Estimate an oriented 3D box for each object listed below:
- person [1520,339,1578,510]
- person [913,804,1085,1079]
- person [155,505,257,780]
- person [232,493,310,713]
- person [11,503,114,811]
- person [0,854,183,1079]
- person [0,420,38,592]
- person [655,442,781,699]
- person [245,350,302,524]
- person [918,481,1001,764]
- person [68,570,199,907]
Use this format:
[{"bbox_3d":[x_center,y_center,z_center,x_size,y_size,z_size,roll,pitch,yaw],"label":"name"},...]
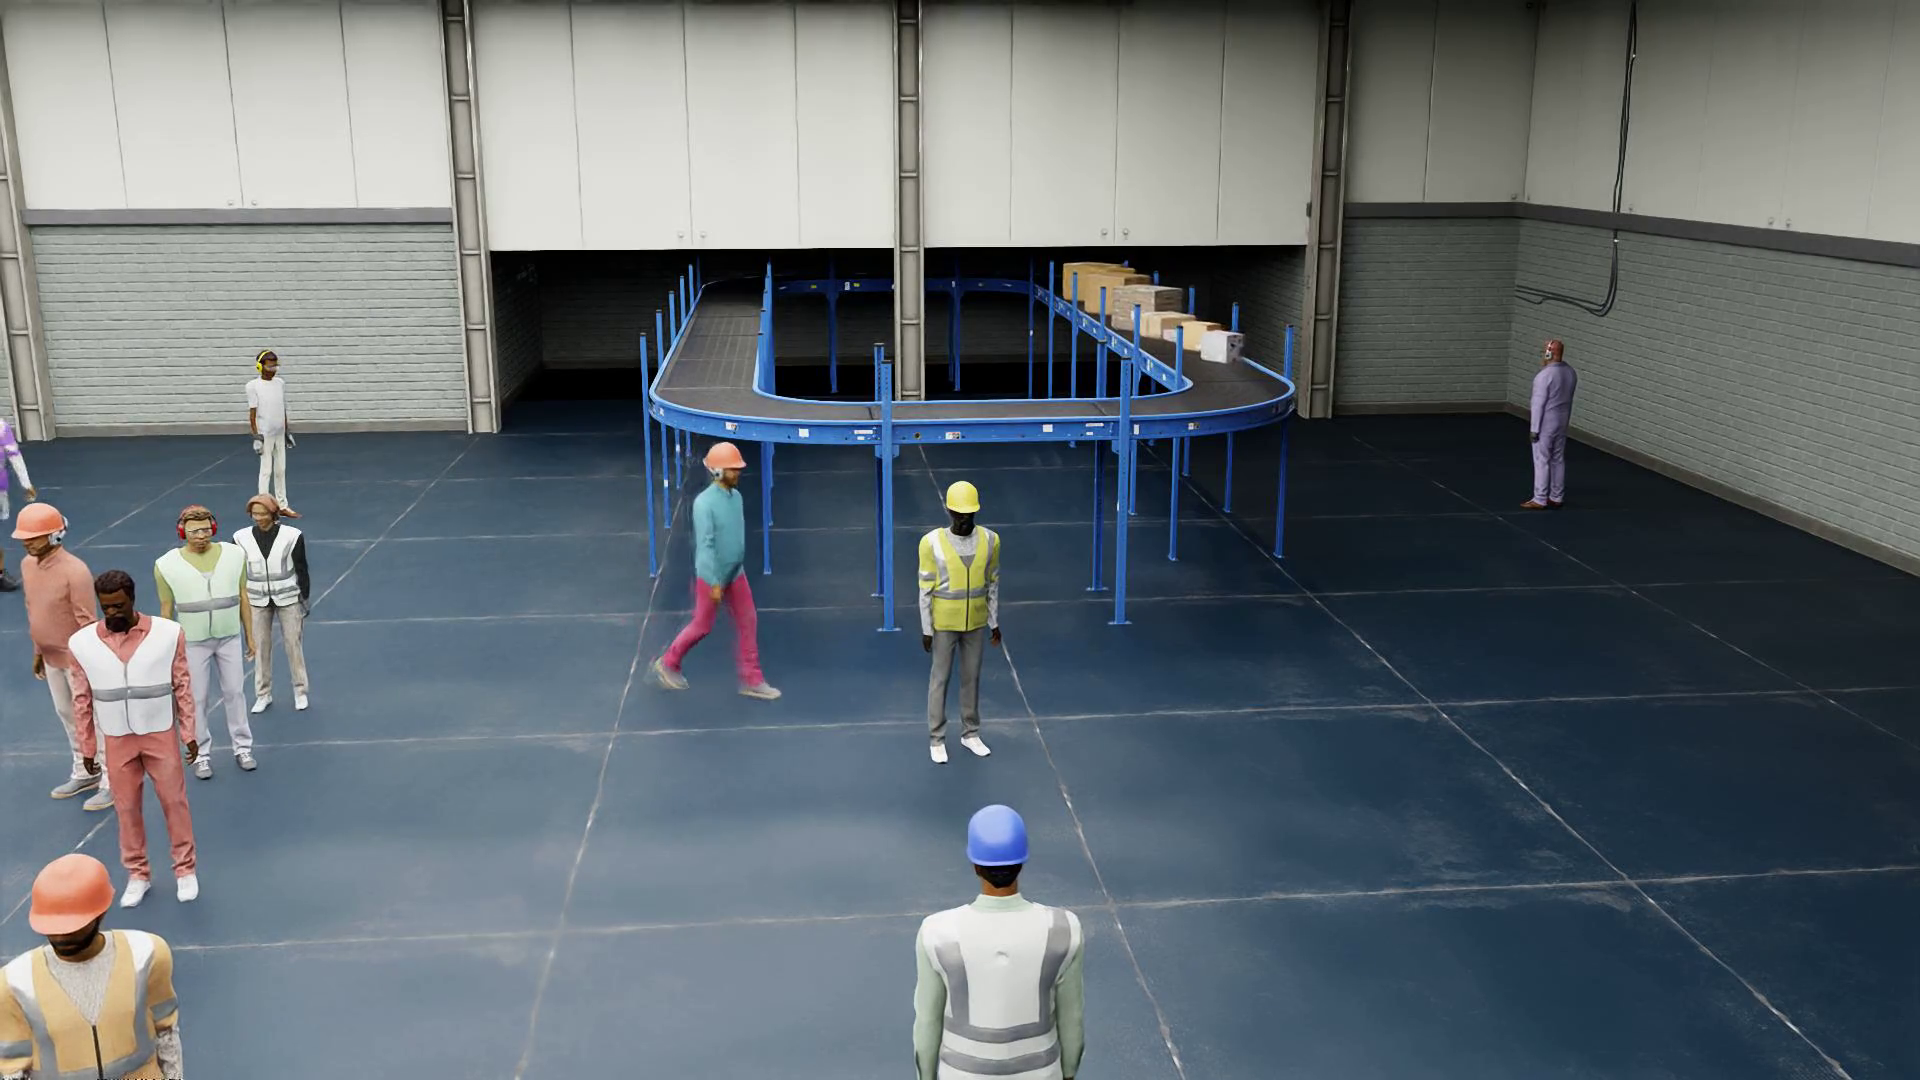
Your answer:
[{"bbox_3d":[6.589,-1.296,18.631,0.639,1.900,0.401,-10,17,-34],"label":"person"},{"bbox_3d":[0.138,1.870,5.895,0.604,1.938,0.426,-1,14,-4],"label":"person"},{"bbox_3d":[-4.945,0.658,10.950,0.560,1.837,0.389,-11,18,-38],"label":"person"},{"bbox_3d":[-5.013,0.457,12.145,0.522,1.636,0.311,-3,14,-12],"label":"person"},{"bbox_3d":[-5.597,0.727,10.391,0.628,1.980,0.438,9,16,31],"label":"person"},{"bbox_3d":[-2.876,1.945,5.589,0.548,1.934,0.376,-10,17,-34],"label":"person"},{"bbox_3d":[-8.889,-0.470,15.324,0.884,1.898,0.564,7,16,26],"label":"person"},{"bbox_3d":[-1.850,0.223,12.431,0.950,1.965,0.603,7,16,26],"label":"person"},{"bbox_3d":[-7.438,-1.122,18.004,0.329,1.865,0.510,6,15,23],"label":"person"},{"bbox_3d":[0.008,0.543,11.210,0.587,1.928,0.381,-6,15,-22],"label":"person"},{"bbox_3d":[-4.516,1.086,9.140,0.597,1.883,0.407,-5,15,-19],"label":"person"}]
